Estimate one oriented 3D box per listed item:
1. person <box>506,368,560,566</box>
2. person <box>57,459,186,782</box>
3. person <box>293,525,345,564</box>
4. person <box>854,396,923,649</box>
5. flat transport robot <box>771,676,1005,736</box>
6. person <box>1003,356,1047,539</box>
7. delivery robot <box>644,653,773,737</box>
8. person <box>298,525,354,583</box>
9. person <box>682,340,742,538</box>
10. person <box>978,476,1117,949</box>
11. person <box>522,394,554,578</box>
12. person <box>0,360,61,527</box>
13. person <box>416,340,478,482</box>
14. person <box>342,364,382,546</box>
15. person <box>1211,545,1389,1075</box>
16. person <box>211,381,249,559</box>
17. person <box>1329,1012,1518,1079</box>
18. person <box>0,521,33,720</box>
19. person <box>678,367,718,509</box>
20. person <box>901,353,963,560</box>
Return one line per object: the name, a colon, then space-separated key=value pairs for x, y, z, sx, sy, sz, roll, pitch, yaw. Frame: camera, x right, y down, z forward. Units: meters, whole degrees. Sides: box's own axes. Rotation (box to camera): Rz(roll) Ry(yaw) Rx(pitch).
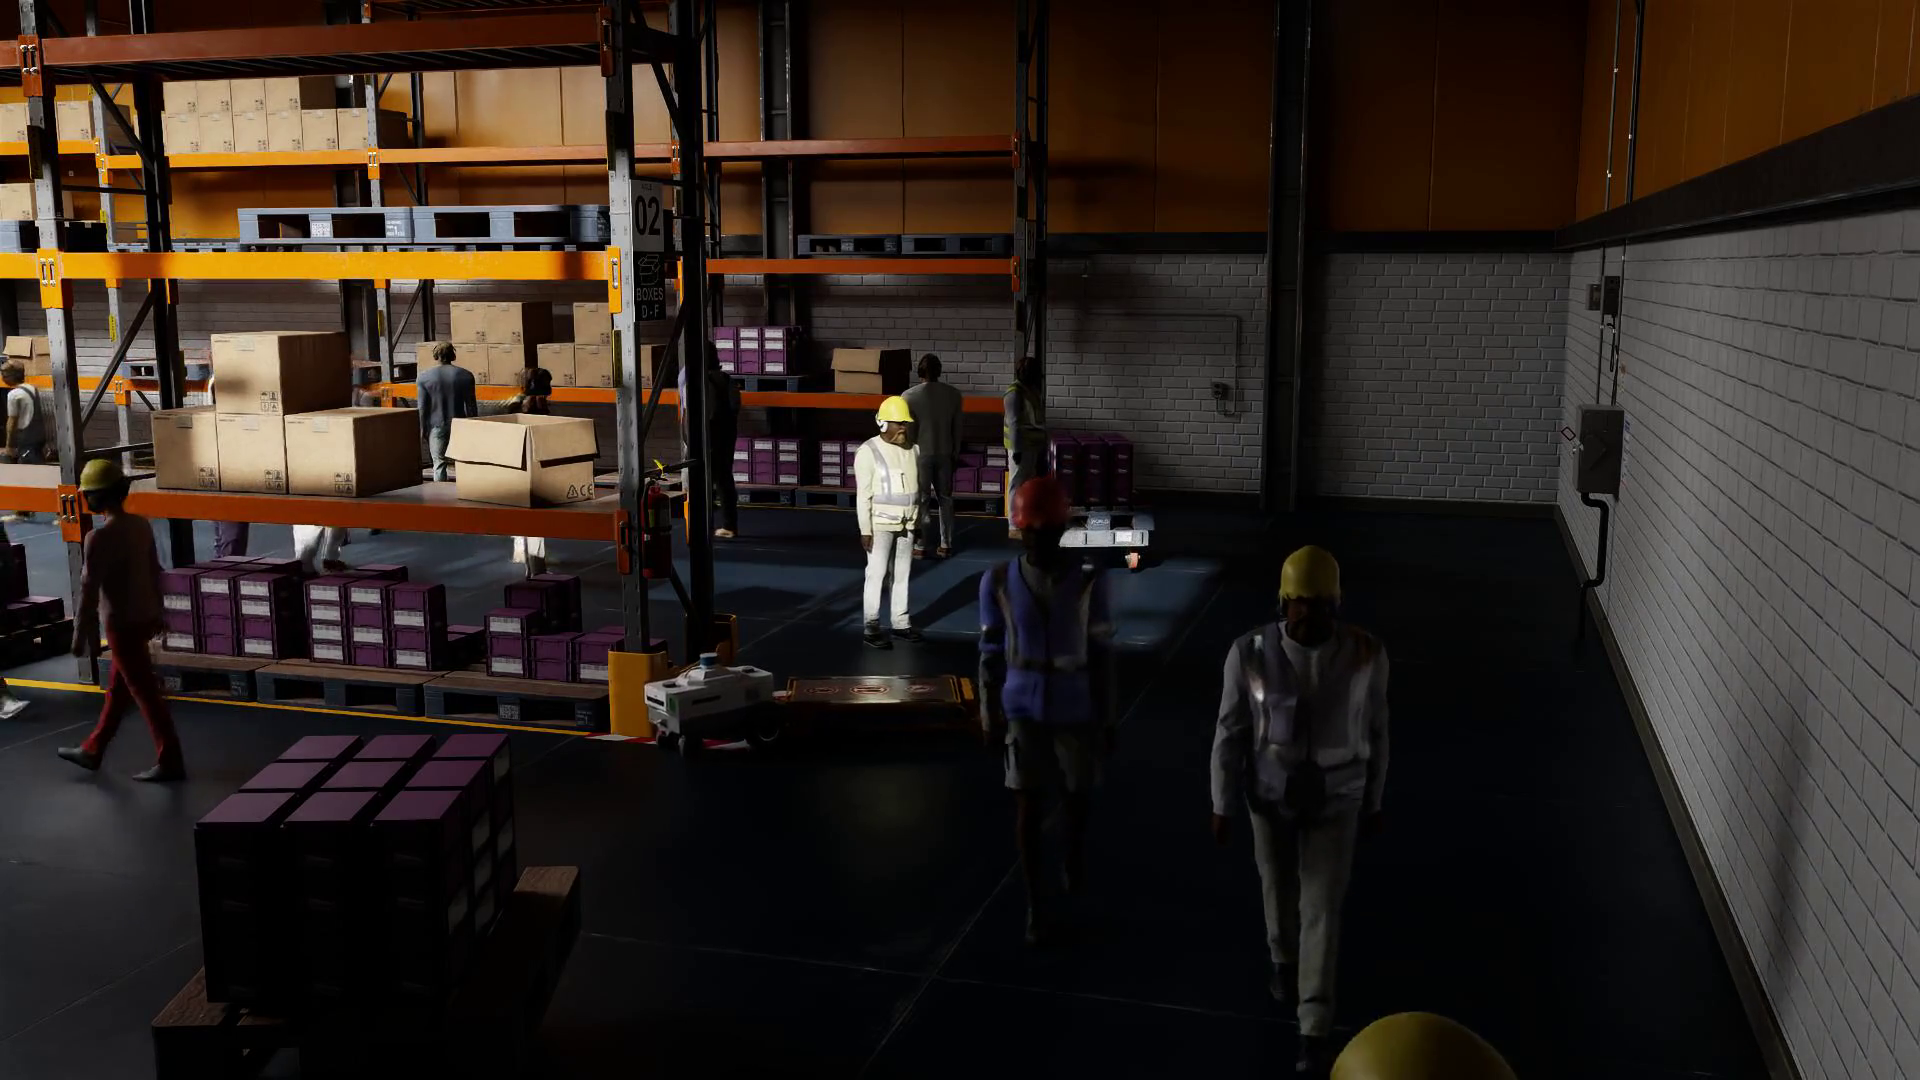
person: x=-3.868 y=-0.673 z=15.356 sx=0.708 sy=1.813 sz=0.649 roll=2 pitch=10 yaw=14
person: x=-4.527 y=0.440 z=8.819 sx=0.827 sy=1.724 sz=0.544 roll=0 pitch=9 yaw=2
person: x=-5.835 y=-0.716 z=15.065 sx=0.623 sy=1.992 sz=0.396 roll=-5 pitch=11 yaw=-29
person: x=-0.492 y=-0.127 z=11.997 sx=0.403 sy=1.824 sz=0.594 roll=9 pitch=13 yaw=44
flat transport robot: x=-0.461 y=0.983 z=9.951 sx=1.431 sy=0.197 sz=0.652 roll=-1 pitch=9 yaw=-3
person: x=0.666 y=-0.938 z=16.887 sx=0.430 sy=1.845 sz=0.624 roll=4 pitch=10 yaw=21
delivery robot: x=-1.420 y=0.883 z=9.416 sx=0.707 sy=0.478 sz=0.477 roll=-8 pitch=12 yaw=-40
person: x=-5.547 y=-0.548 z=14.519 sx=0.628 sy=1.842 sz=0.590 roll=-5 pitch=11 yaw=-28
person: x=-2.523 y=-1.005 z=16.692 sx=0.542 sy=2.000 sz=0.690 roll=8 pitch=12 yaw=40
person: x=0.358 y=0.675 z=6.806 sx=0.571 sy=1.921 sz=0.573 roll=1 pitch=9 yaw=5
person: x=-3.689 y=-0.449 z=14.513 sx=0.311 sy=1.642 sz=0.514 roll=-4 pitch=10 yaw=-21
person: x=-9.795 y=-1.015 z=17.563 sx=0.877 sy=1.796 sz=0.521 roll=-1 pitch=9 yaw=-5
person: x=-5.653 y=-1.230 z=18.369 sx=0.637 sy=1.938 sz=0.355 roll=-4 pitch=10 yaw=-21
person: x=-6.069 y=-0.915 z=16.620 sx=0.566 sy=1.898 sz=0.946 roll=0 pitch=9 yaw=2
person: x=1.205 y=0.893 z=5.918 sx=0.615 sy=1.780 sz=0.949 roll=2 pitch=10 yaw=11
person: x=-5.661 y=-0.319 z=12.953 sx=0.400 sy=1.902 sz=0.647 roll=-6 pitch=11 yaw=-34
person: x=0.551 y=1.483 z=1.948 sx=0.613 sy=1.907 sz=0.547 roll=-1 pitch=9 yaw=-9
person: x=-5.997 y=0.243 z=10.119 sx=0.897 sy=1.694 sz=0.524 roll=3 pitch=10 yaw=18
person: x=-2.938 y=-1.275 z=18.647 sx=0.354 sy=1.936 sz=0.635 roll=2 pitch=10 yaw=15
person: x=-0.278 y=-0.781 z=15.634 sx=0.630 sy=1.940 sz=0.371 roll=-4 pitch=10 yaw=-25
